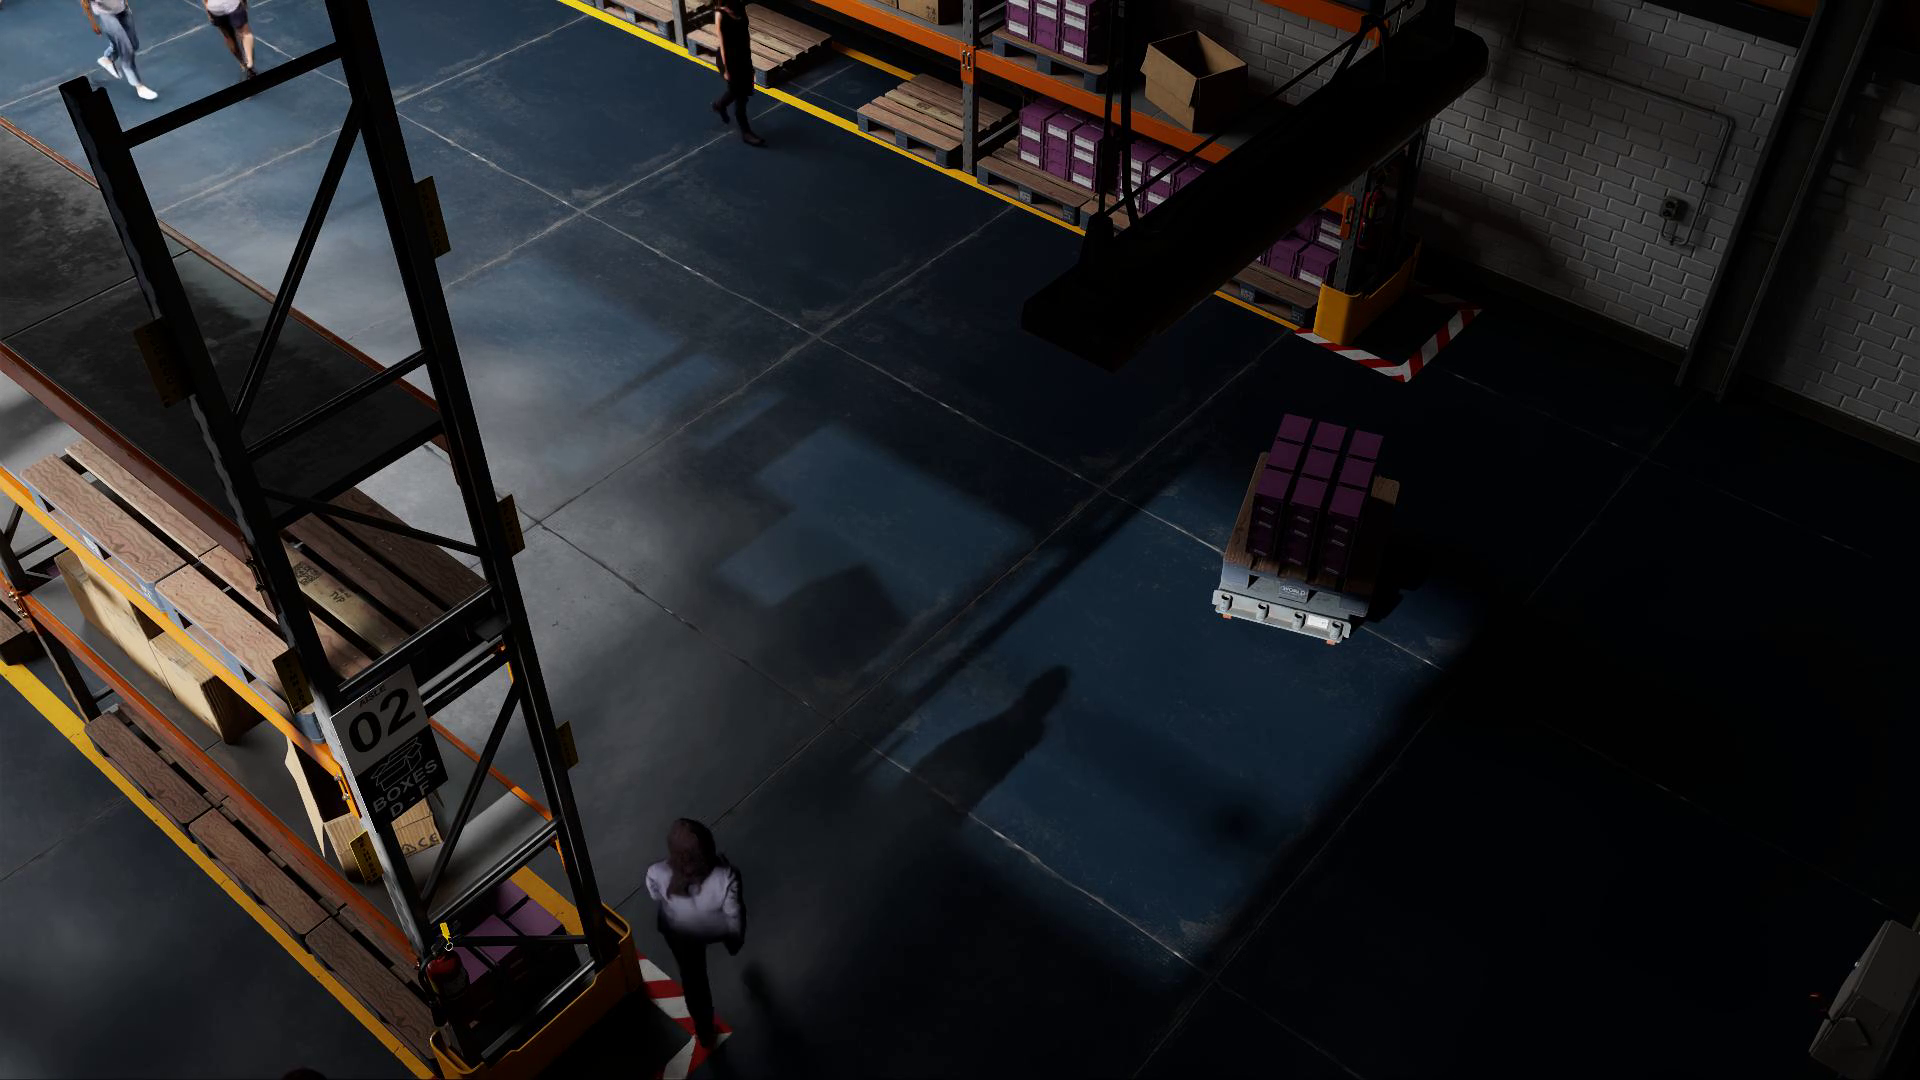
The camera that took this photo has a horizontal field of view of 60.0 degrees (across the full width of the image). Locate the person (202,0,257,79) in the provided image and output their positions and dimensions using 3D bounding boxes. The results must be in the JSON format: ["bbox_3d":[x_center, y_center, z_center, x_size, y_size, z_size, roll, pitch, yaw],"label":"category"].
[{"bbox_3d":[-7.389,-5.351,16.729,0.822,1.547,0.960,-13,45,-13],"label":"person"}]

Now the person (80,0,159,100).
[{"bbox_3d":[-8.453,-5.190,16.444,0.998,1.707,0.792,17,46,17],"label":"person"}]

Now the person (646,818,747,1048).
[{"bbox_3d":[-1.400,2.103,8.900,1.061,1.553,1.137,-3,44,-3],"label":"person"}]

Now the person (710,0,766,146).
[{"bbox_3d":[-2.203,-4.560,15.804,0.910,1.677,0.673,21,48,21],"label":"person"}]
